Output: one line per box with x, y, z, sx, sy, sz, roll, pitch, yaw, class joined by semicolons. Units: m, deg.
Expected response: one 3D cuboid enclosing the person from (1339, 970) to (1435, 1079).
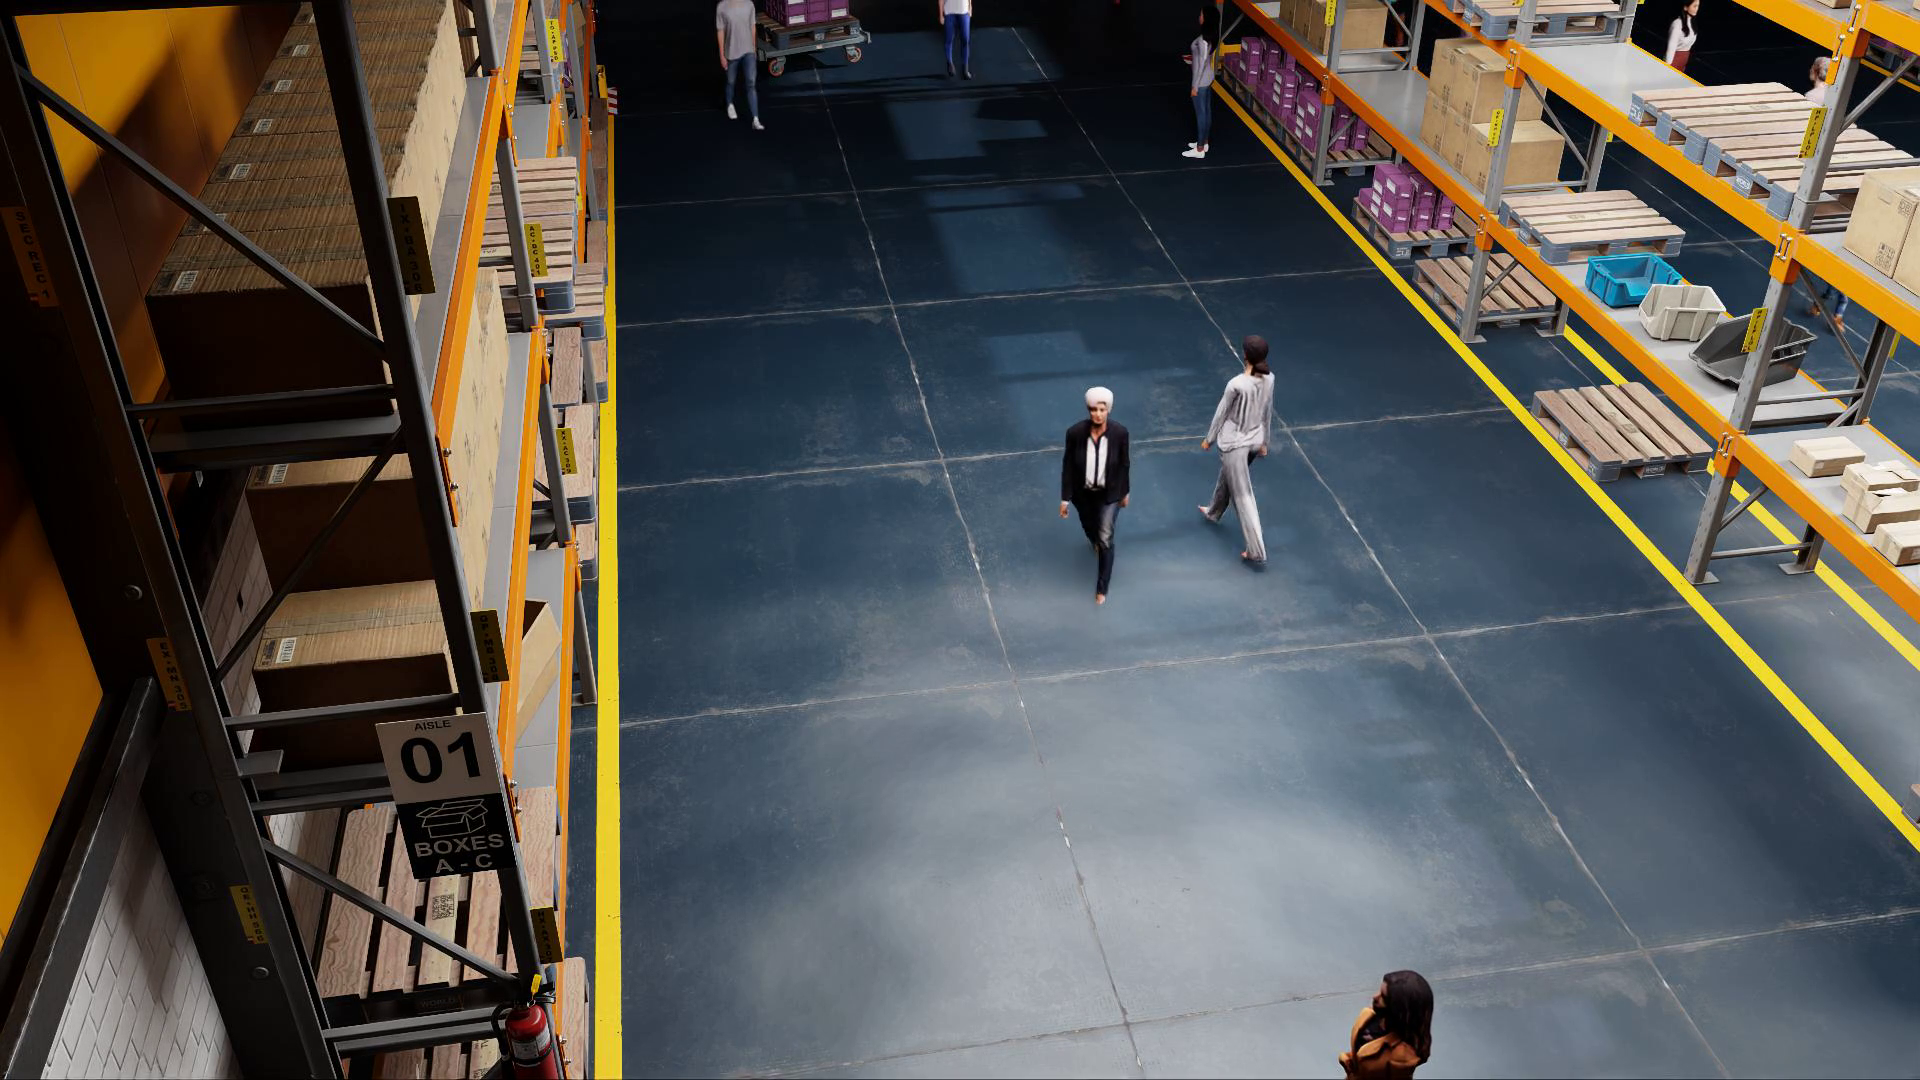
1.857;2.550;7.461;0.776;1.719;0.574;-1;34;-1;person

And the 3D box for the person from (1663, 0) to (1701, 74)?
8.431;-5.557;19.629;0.681;1.750;0.698;-29;43;-36;person

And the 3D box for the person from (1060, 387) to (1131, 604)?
1.037;-0.380;12.101;1.012;1.750;1.206;7;34;11;person

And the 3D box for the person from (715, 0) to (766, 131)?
-2.717;-5.919;20.094;0.899;1.838;1.277;-14;36;-20;person

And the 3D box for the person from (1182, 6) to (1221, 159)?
2.832;-5.315;19.277;0.749;1.736;0.649;14;36;20;person

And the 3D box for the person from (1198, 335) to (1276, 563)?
2.117;-0.642;12.251;0.874;1.731;1.179;-19;38;-26;person

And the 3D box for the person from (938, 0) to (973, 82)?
-0.087;-6.858;21.666;0.673;1.662;0.866;-8;35;-12;person
